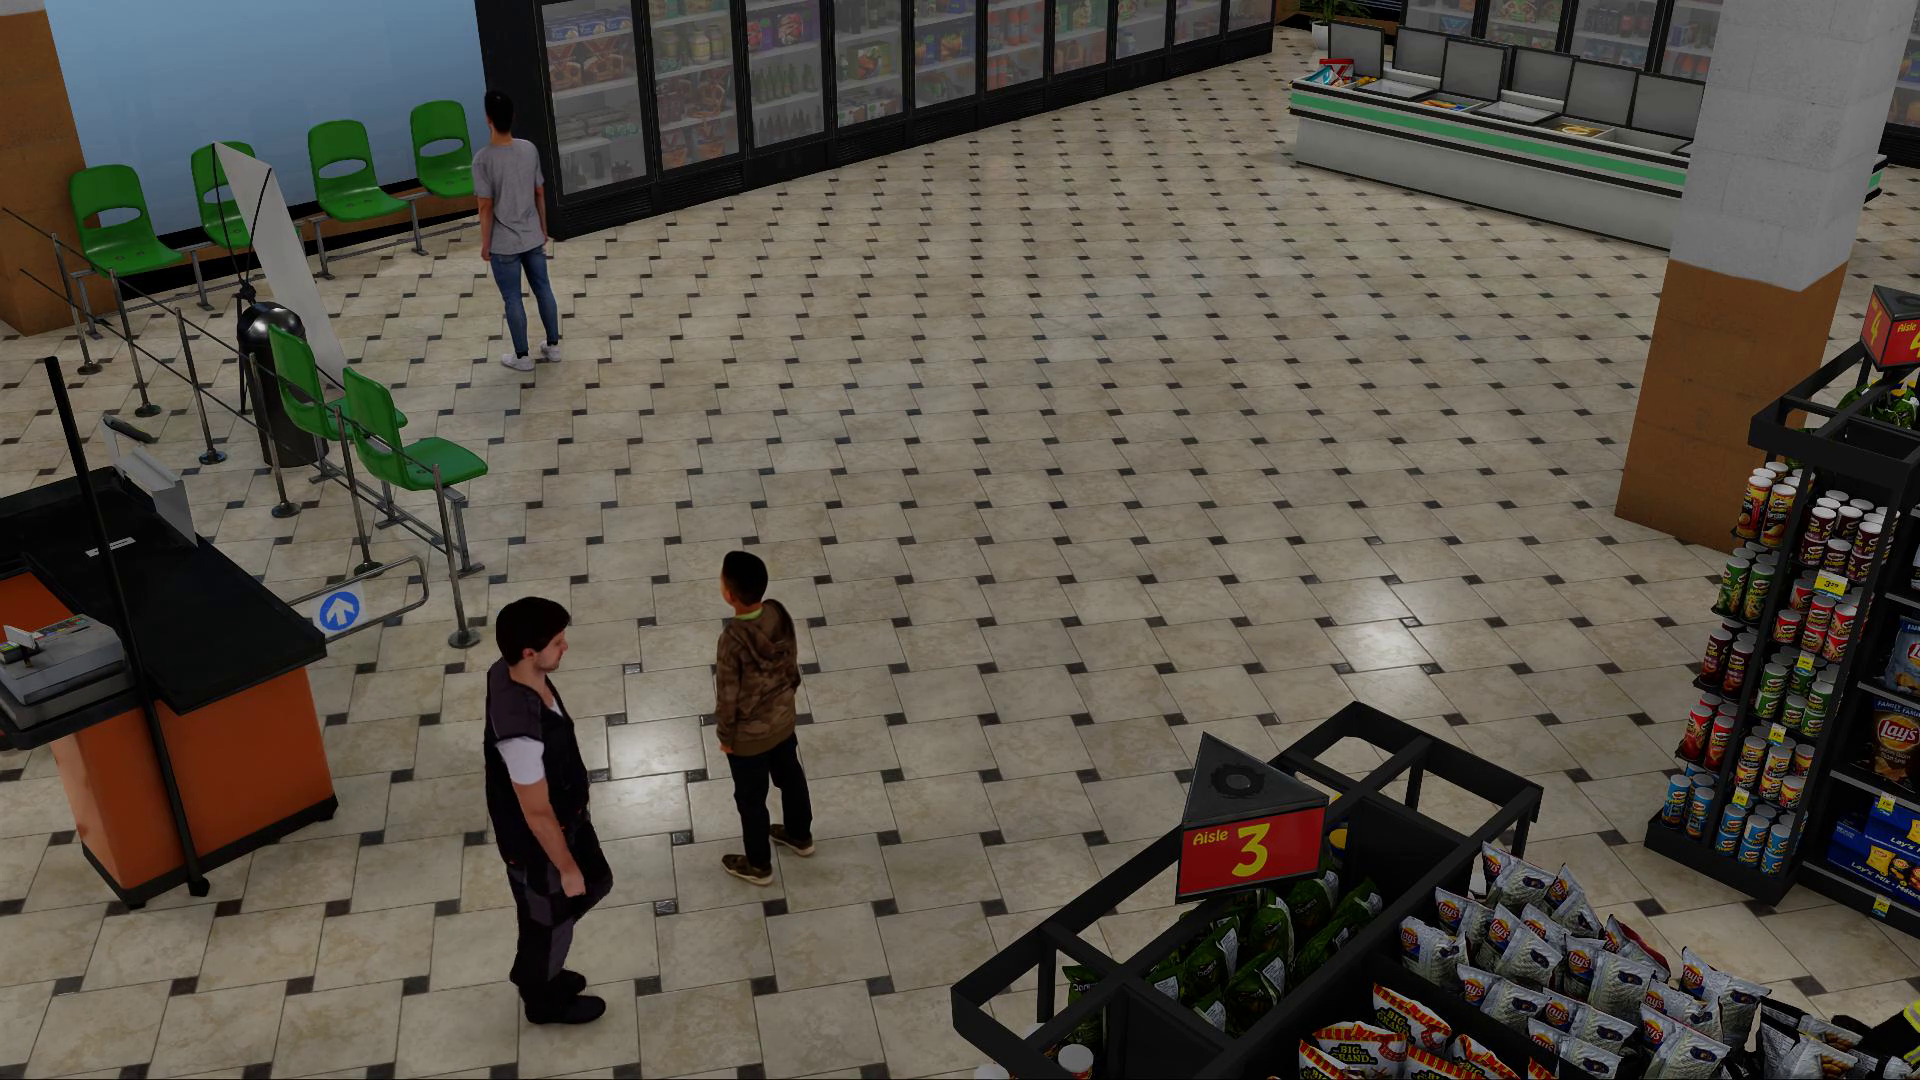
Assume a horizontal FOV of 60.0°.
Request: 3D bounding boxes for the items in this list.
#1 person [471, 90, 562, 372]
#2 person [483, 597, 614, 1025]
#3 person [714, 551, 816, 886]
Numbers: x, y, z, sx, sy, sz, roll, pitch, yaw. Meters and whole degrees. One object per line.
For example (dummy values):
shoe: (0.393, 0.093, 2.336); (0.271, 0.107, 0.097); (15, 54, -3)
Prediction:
person: (-3.023, -2.088, 11.297); (0.532, 1.886, 0.665); (25, 37, 38)
person: (-1.537, 0.996, 5.710); (0.879, 1.828, 0.789); (-6, 29, -10)
person: (-0.791, 0.704, 6.637); (0.574, 1.452, 0.587); (21, 35, 34)
